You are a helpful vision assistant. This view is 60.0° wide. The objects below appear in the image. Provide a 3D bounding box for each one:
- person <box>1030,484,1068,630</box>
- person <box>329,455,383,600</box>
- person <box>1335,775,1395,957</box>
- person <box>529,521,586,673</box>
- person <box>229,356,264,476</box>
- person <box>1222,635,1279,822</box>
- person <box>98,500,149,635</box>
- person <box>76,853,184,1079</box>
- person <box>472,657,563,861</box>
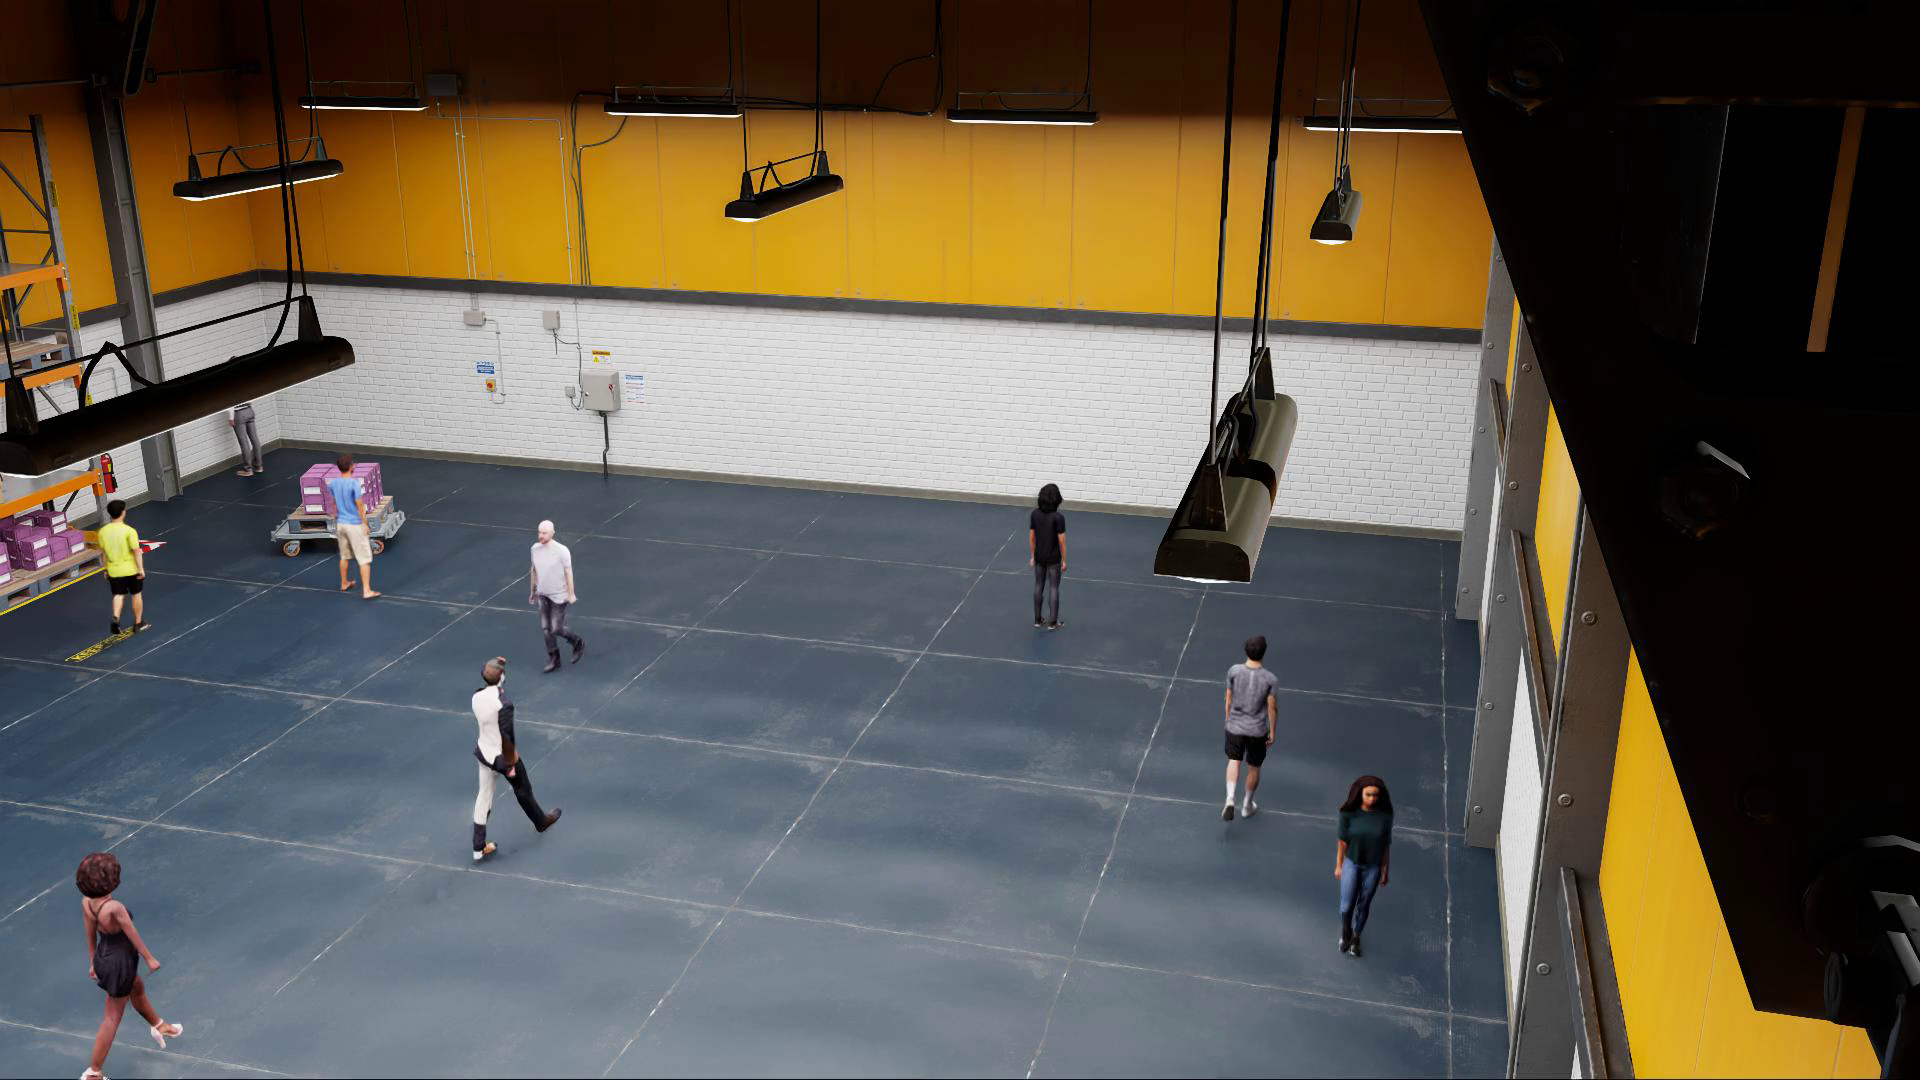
[{"bbox_3d":[1.072,0.191,20.421,0.692,1.833,0.615,11,21,29],"label":"person"},{"bbox_3d":[-7.903,-0.186,21.521,0.899,1.847,0.760,8,20,22],"label":"person"},{"bbox_3d":[3.275,2.618,13.571,0.624,1.605,0.637,2,19,7],"label":"person"},{"bbox_3d":[-4.622,0.615,19.191,0.790,1.815,0.856,11,21,29],"label":"person"},{"bbox_3d":[-11.562,-2.024,26.836,0.722,1.937,0.506,6,20,18],"label":"person"},{"bbox_3d":[2.670,1.801,15.609,0.738,1.854,0.923,8,20,22],"label":"person"},{"bbox_3d":[-10.155,0.367,20.121,0.788,1.691,0.931,-1,19,-3],"label":"person"},{"bbox_3d":[-6.082,3.122,11.863,0.760,1.742,1.156,10,21,28],"label":"person"},{"bbox_3d":[-4.236,2.011,15.007,0.977,1.841,1.264,12,22,32],"label":"person"}]
